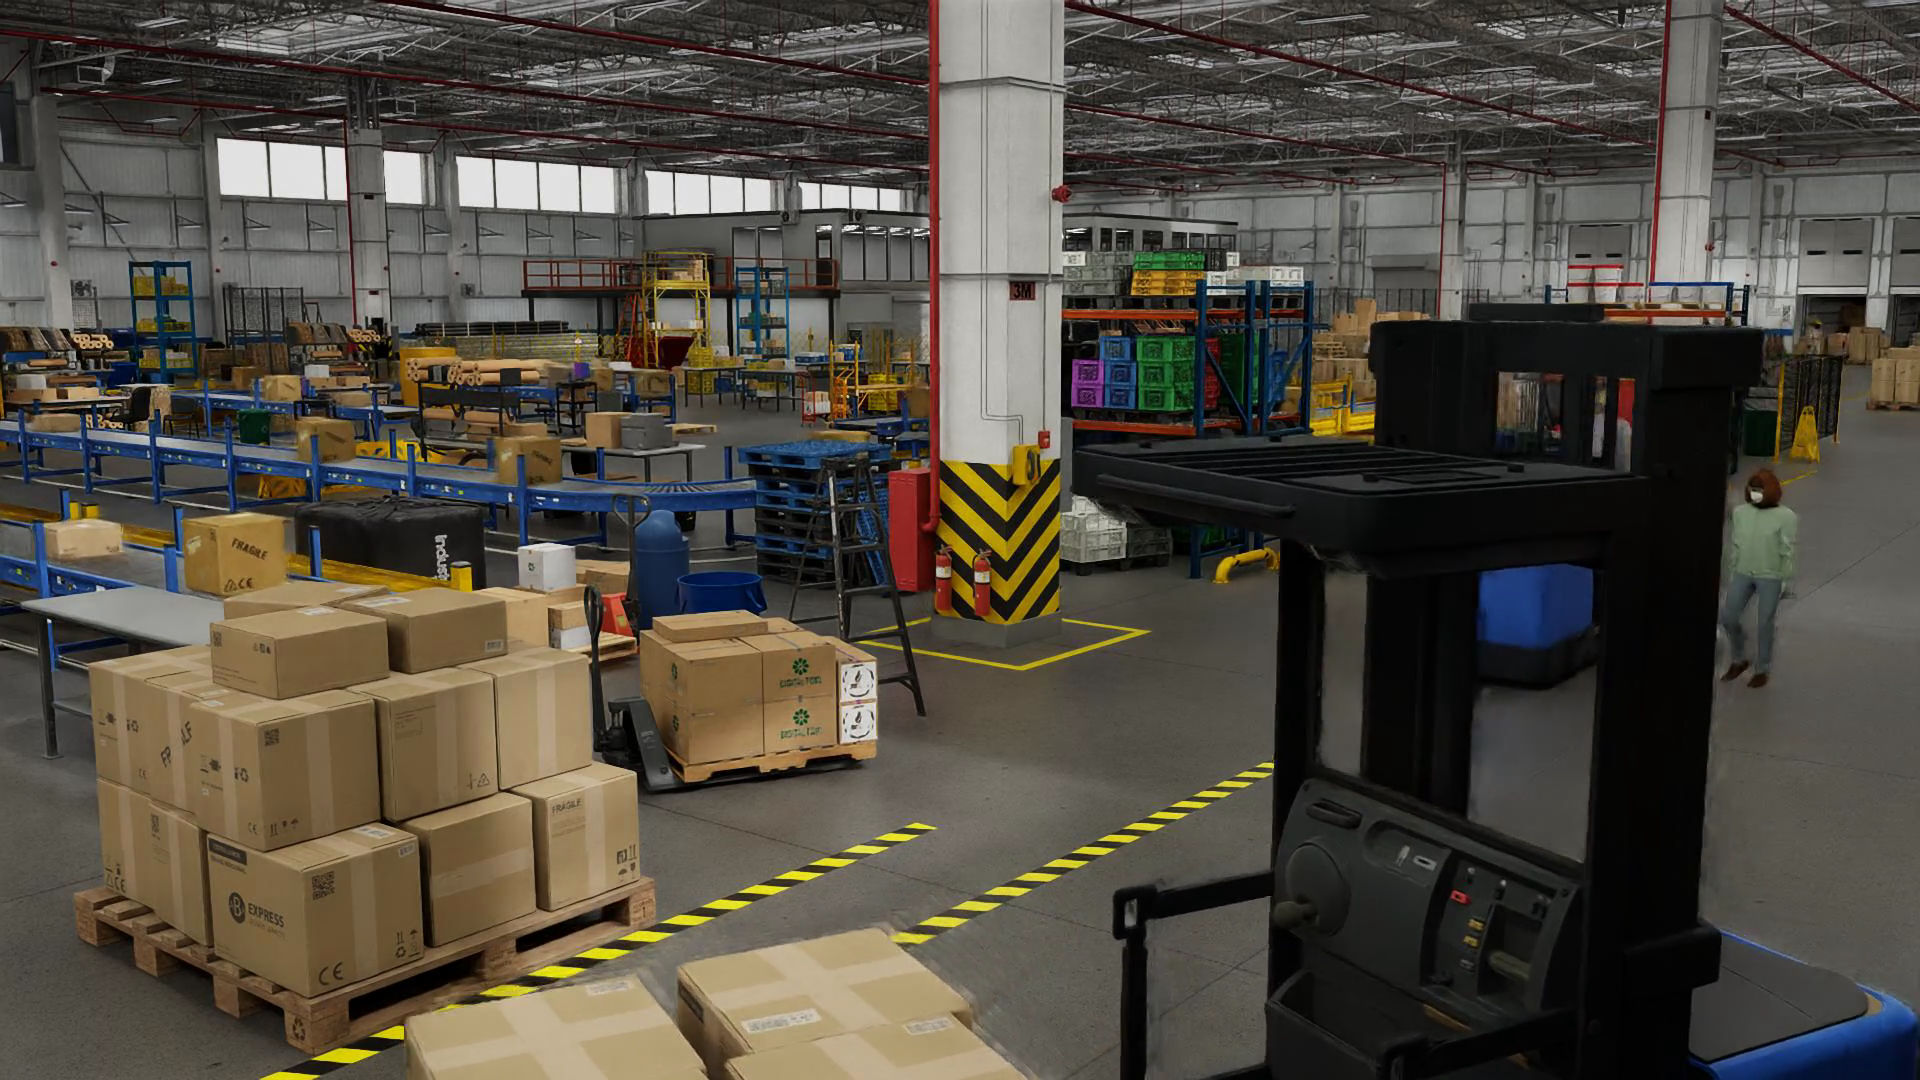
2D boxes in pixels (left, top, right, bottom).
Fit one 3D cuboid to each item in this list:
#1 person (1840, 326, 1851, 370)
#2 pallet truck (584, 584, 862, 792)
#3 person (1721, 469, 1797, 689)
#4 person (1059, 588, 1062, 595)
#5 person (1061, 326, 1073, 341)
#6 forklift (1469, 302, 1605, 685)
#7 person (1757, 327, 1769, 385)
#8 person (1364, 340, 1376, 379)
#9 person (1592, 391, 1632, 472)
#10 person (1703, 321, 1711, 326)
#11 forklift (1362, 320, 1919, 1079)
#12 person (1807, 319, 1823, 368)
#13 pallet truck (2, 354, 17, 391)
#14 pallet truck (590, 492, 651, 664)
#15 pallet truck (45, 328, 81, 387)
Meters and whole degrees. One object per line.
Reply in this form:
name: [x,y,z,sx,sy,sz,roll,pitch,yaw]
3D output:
person: [33.369,-7.233,62.675,0.543,1.689,0.362,-8,11,-42]
pallet truck: [-1.426,0.805,10.019,1.601,1.201,0.680,-4,9,-26]
person: [5.837,0.291,12.170,0.397,1.622,0.508,-7,11,-38]
person: [0.584,-0.164,15.139,0.883,1.635,0.542,-5,10,-28]
person: [3.319,-5.936,53.397,0.594,1.831,0.972,-8,12,-43]
forklift: [4.379,-0.438,12.852,1.129,2.768,1.873,7,11,37]
person: [25.232,-5.815,52.601,0.554,1.843,0.694,-5,10,-28]
person: [10.849,-4.561,43.465,0.716,2.000,0.617,-6,10,-35]
person: [7.298,-0.799,18.830,0.625,1.818,0.427,7,11,37]
person: [26.467,-6.830,59.133,0.463,1.928,0.652,1,9,8]
forklift: [1.426,0.846,4.195,1.873,2.768,1.129,-4,9,-27]
person: [33.405,-7.684,65.010,0.586,1.894,0.876,0,8,1]
pallet truck: [-24.881,-4.417,42.634,1.885,1.965,0.823,8,11,41]
pallet truck: [-3.115,0.344,12.883,0.653,1.274,1.630,7,11,37]
pallet truck: [-23.775,-4.544,43.495,1.885,1.965,0.823,6,10,35]
